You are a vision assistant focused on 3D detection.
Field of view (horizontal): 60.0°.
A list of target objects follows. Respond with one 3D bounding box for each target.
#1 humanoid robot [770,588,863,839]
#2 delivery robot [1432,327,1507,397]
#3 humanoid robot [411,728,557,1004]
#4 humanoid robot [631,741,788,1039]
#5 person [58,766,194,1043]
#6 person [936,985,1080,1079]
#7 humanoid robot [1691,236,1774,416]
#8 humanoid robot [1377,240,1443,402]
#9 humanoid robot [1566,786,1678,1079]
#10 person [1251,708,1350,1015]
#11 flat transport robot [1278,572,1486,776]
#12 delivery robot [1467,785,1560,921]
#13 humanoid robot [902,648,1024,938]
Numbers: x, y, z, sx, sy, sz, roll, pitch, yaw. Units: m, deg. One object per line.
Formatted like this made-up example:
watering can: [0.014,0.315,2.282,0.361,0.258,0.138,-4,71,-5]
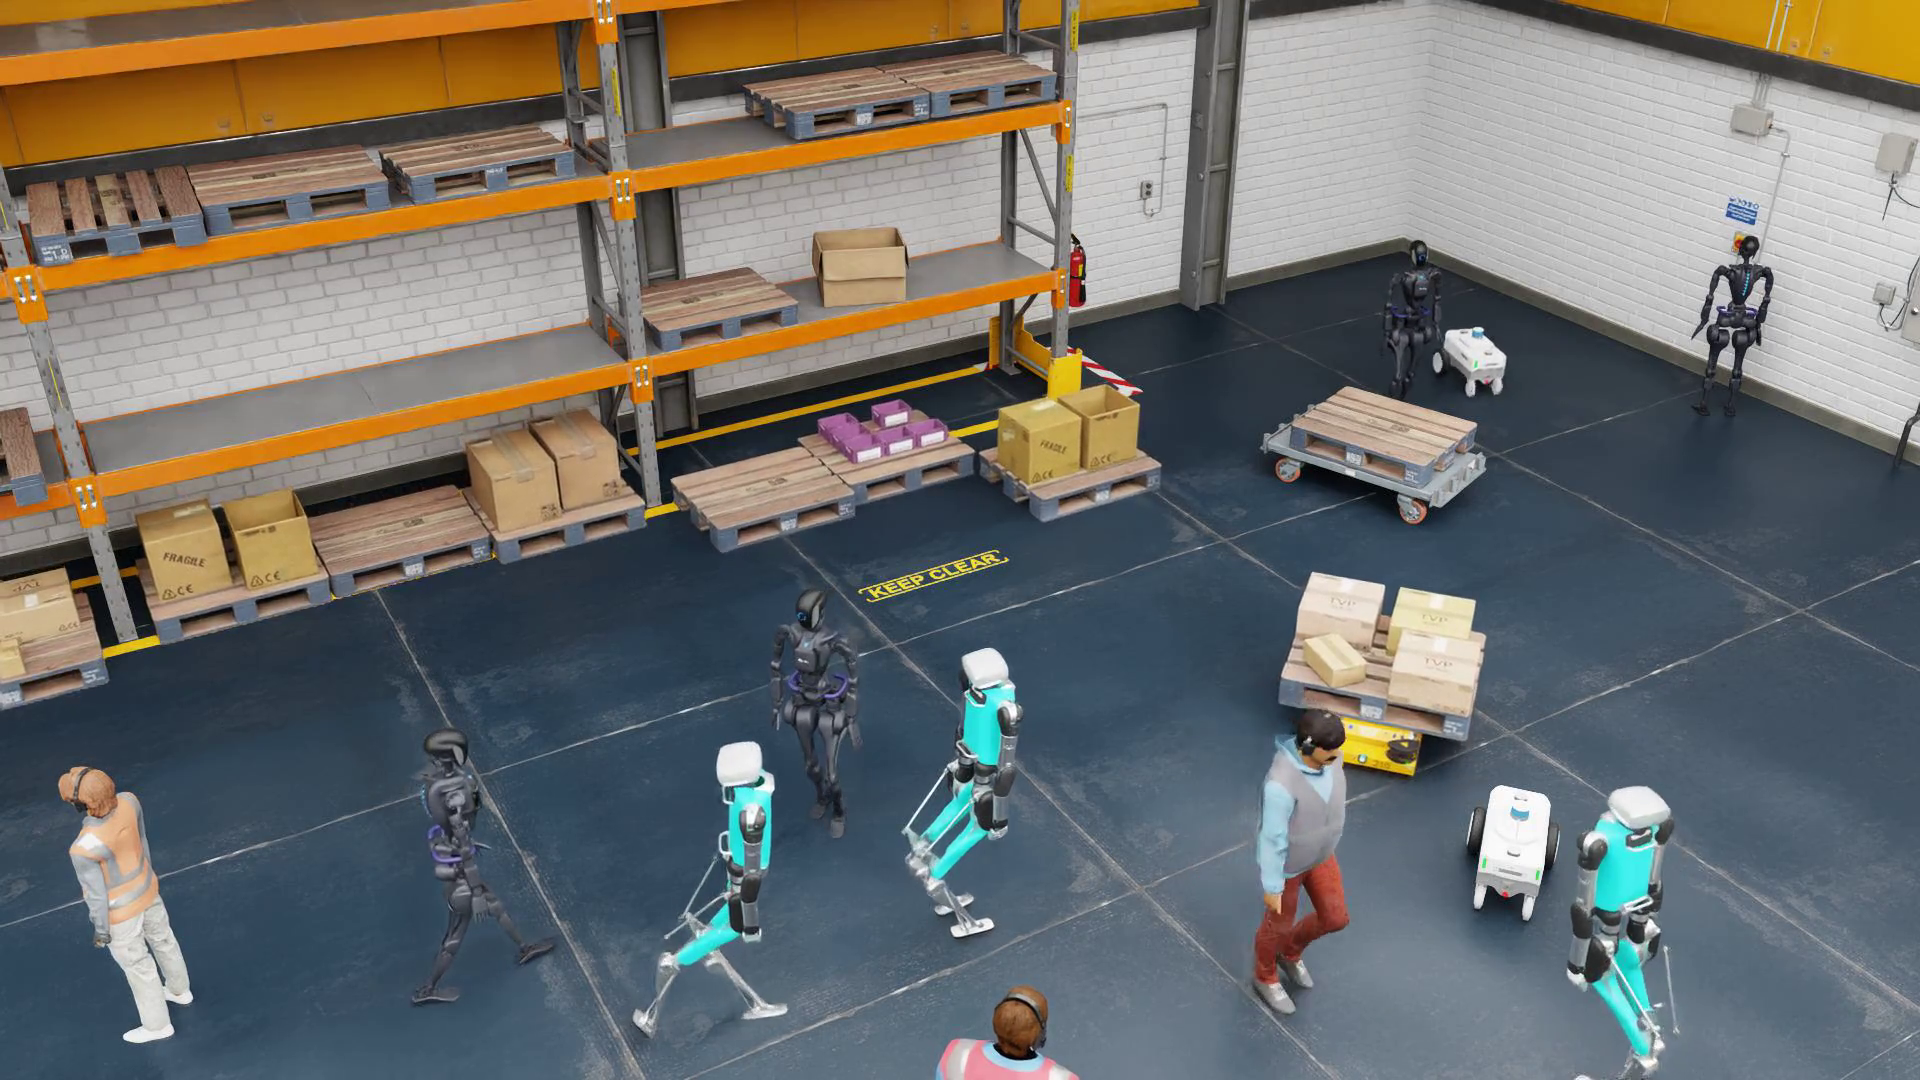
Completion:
humanoid robot: [-0.834,0.983,9.798,0.601,1.646,0.393,10,31,17]
delivery robot: [4.851,-1.722,15.743,0.499,0.606,0.794,-5,30,-9]
humanoid robot: [-2.564,1.675,8.629,0.800,1.617,0.586,-12,32,-20]
humanoid robot: [-1.351,1.804,8.319,0.917,1.792,0.545,-4,30,-7]
person: [-4.190,1.819,8.358,0.304,1.639,0.521,2,30,3]
person: [0.217,2.565,6.852,0.628,1.835,0.431,10,31,18]
humanoid robot: [6.925,-1.926,14.937,0.599,1.657,0.315,4,30,8]
humanoid robot: [4.052,-1.868,14.849,0.609,1.653,0.400,-7,30,-13]
humanoid robot: [3.211,2.082,7.877,0.543,1.856,0.768,-13,32,-22]
person: [1.725,1.632,8.460,0.574,1.861,0.501,-21,36,-32]
flat transport robot: [2.806,1.041,11.131,0.659,0.231,1.431,10,31,18]
delivery robot: [3.189,1.759,9.590,0.499,0.614,0.808,10,31,18]
humanoid robot: [-0.049,1.401,8.915,0.721,1.711,0.530,-15,33,-24]
